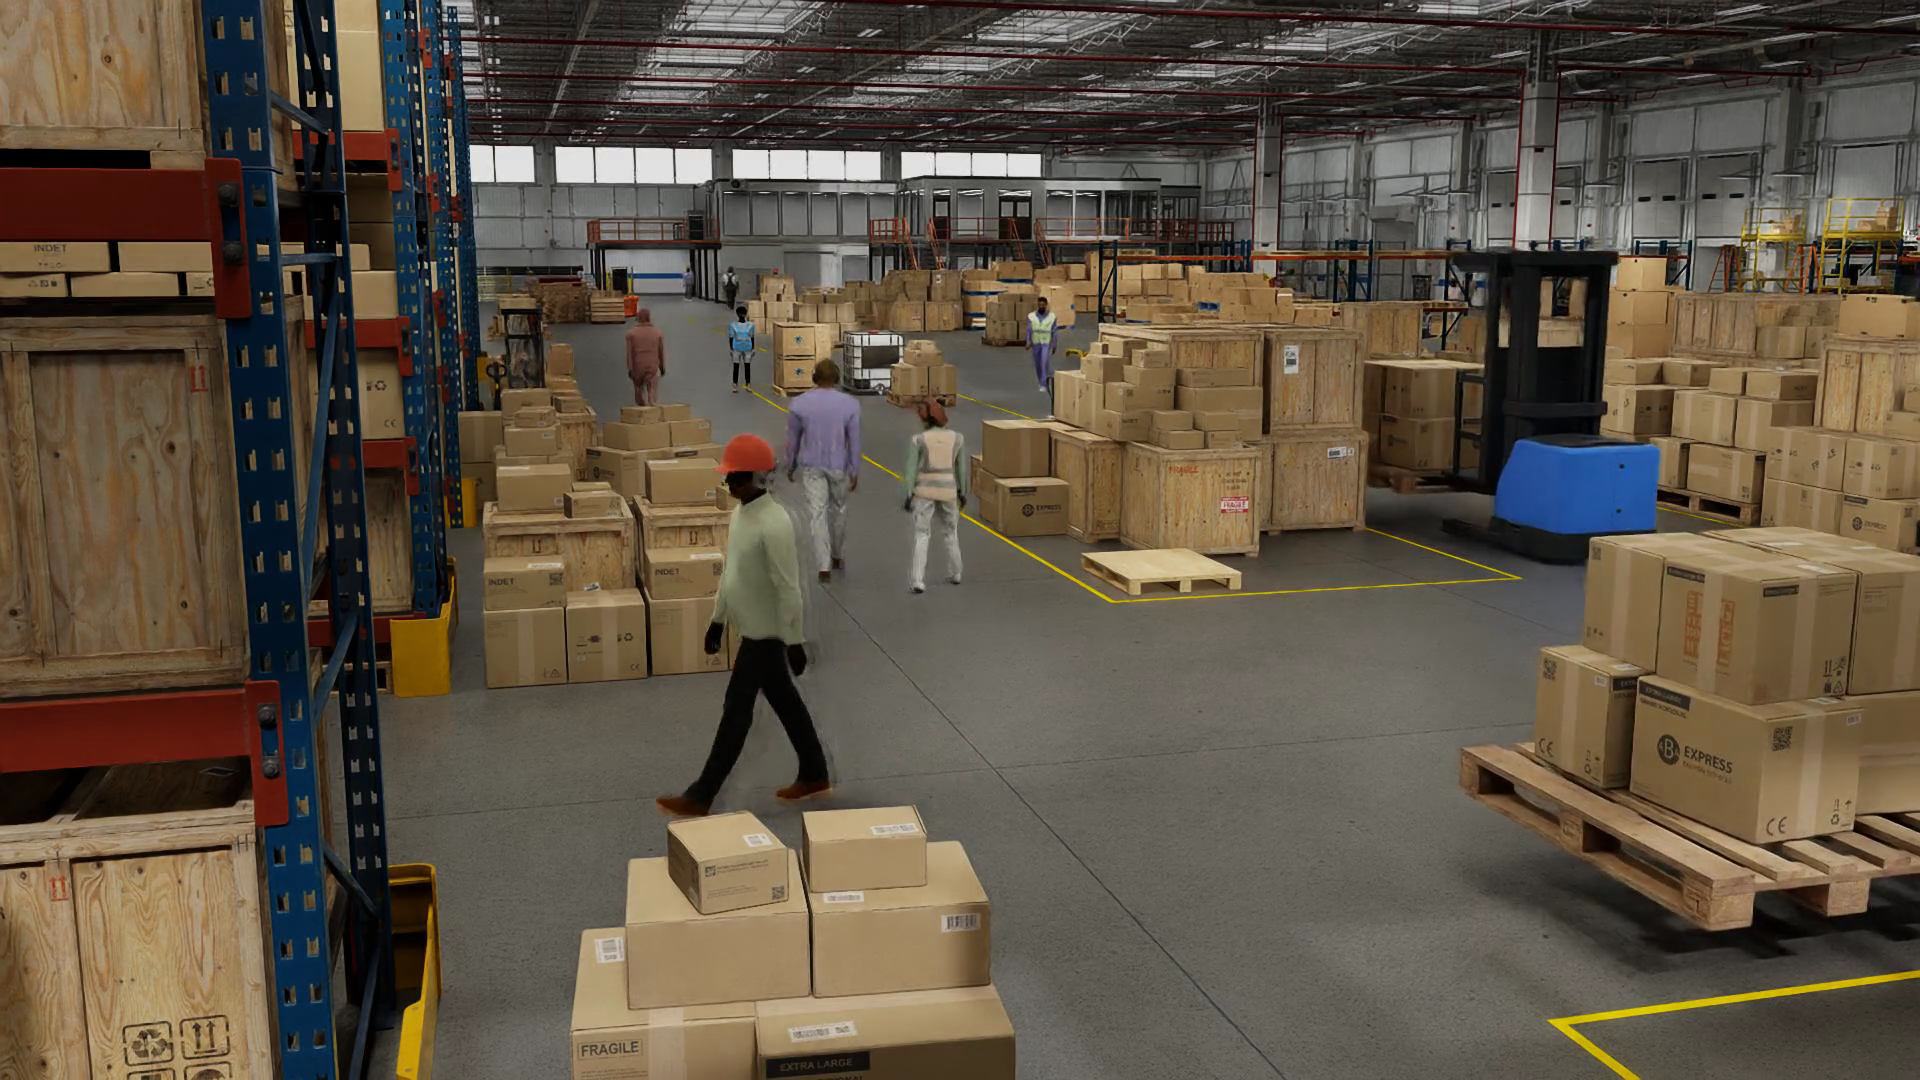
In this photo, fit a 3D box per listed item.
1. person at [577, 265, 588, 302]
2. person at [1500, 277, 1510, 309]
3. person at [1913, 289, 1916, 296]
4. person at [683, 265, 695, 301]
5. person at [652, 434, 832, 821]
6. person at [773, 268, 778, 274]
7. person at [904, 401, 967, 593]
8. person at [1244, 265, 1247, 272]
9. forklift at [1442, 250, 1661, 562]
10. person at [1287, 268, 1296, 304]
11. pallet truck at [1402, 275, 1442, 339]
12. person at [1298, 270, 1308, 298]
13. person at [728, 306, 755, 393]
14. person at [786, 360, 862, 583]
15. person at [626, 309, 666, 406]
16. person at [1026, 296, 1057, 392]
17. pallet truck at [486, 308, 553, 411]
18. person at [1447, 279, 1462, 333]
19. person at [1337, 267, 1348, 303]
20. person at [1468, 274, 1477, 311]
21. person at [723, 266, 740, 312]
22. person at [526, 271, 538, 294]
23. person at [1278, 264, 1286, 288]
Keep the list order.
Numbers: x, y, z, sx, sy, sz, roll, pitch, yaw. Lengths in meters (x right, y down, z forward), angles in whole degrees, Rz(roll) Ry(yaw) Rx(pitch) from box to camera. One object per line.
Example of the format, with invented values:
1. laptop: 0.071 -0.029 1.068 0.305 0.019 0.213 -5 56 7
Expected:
1. person: -19.734 -13.347 86.638 0.598 1.898 0.498 9 14 43
2. person: 17.883 -7.822 55.002 0.644 1.980 0.519 2 10 12
3. person: 24.116 -5.421 41.852 0.988 1.839 0.584 6 11 29
4. person: -14.202 -13.460 87.179 0.595 1.901 0.671 -4 11 -20
5. person: -1.077 0.438 8.337 0.999 1.939 0.621 -4 11 -22
6. person: -7.926 -10.733 71.620 0.552 1.937 0.356 -4 11 -22
7. person: -0.203 -0.371 13.893 0.576 1.607 0.586 -3 11 -19
8. person: 13.491 -12.031 78.805 0.388 1.992 0.625 0 10 0
9. forklift: 5.594 -1.312 15.600 1.129 2.768 1.873 -3 10 -16
10. person: 15.889 -12.148 79.975 0.766 1.820 0.636 8 13 38
11. pallet truck: 14.620 -7.324 52.145 0.823 1.965 1.885 8 13 40
12. person: 16.682 -12.228 80.710 0.924 1.716 0.550 7 12 36
13. person: -4.291 -3.746 32.737 0.533 1.697 0.318 -3 10 -16
14. person: -1.179 -0.623 14.494 0.651 1.885 1.003 -1 10 -7
15. person: -5.117 -2.828 27.123 0.649 1.866 1.015 -3 11 -18
16. person: 1.623 -3.887 32.976 0.598 1.899 0.685 3 10 14
17. pallet truck: -6.242 -2.418 24.362 0.823 1.965 1.885 1 10 3
18. person: 16.455 -7.817 55.535 0.618 1.789 0.977 1 10 8
19. person: 17.849 -11.816 77.779 0.584 1.928 0.367 1 10 4
20. person: 22.694 -11.014 74.010 0.528 1.658 0.874 -3 10 -16
21. person: -10.049 -11.084 73.313 0.696 2.000 0.992 1 10 4
22. person: -19.820 -11.610 77.134 0.544 1.743 0.680 0 10 1
23. person: 16.929 -13.614 87.956 0.611 1.930 0.627 0 10 2
